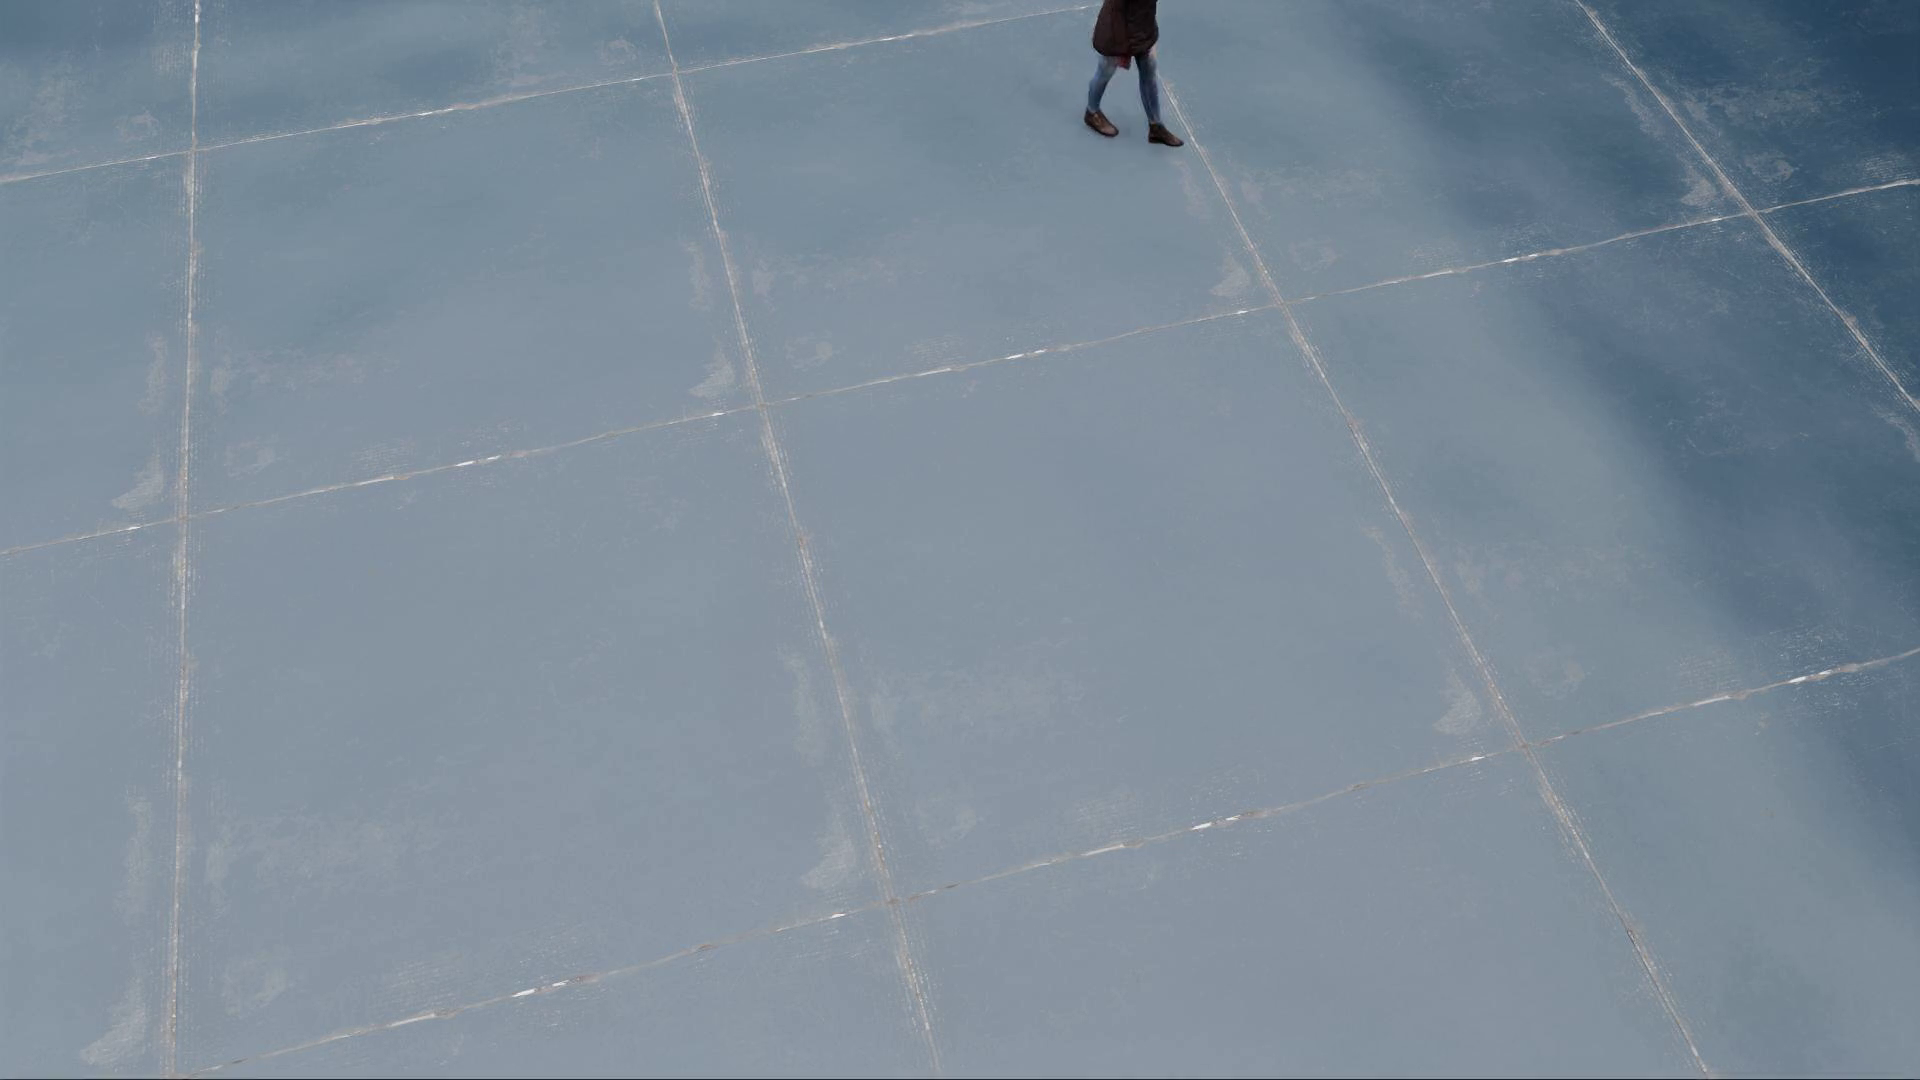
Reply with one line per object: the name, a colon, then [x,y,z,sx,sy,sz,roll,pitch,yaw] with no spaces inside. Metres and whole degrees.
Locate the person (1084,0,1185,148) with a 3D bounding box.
person: [0.914,-3.041,9.736,1.026,1.609,0.914,34,60,24]
